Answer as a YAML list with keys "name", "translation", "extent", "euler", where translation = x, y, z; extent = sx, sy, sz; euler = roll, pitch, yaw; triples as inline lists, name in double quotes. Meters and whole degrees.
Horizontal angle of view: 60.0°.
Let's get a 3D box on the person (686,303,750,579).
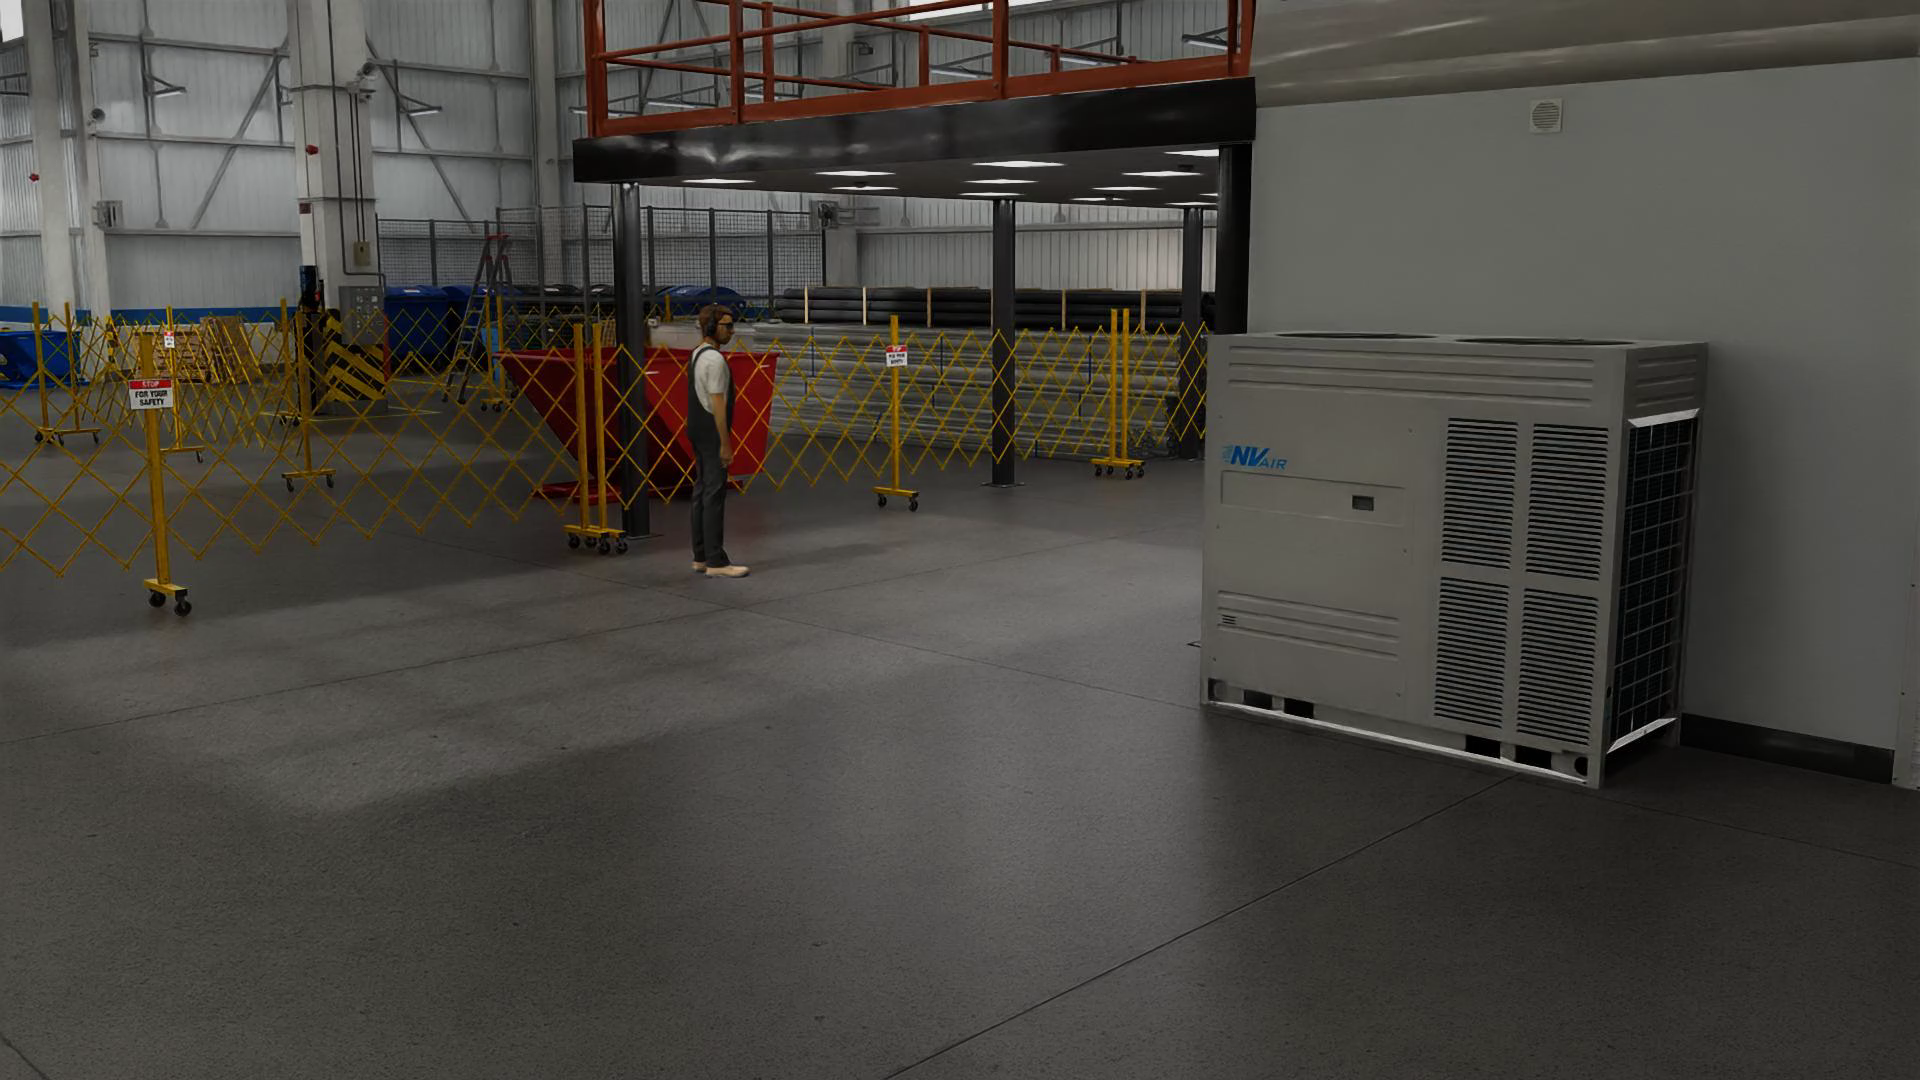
- name: "person"
  translation: [-1.656, -0.662, 11.183]
  extent: [0.350, 1.842, 0.506]
  euler: [-4, 10, -25]
